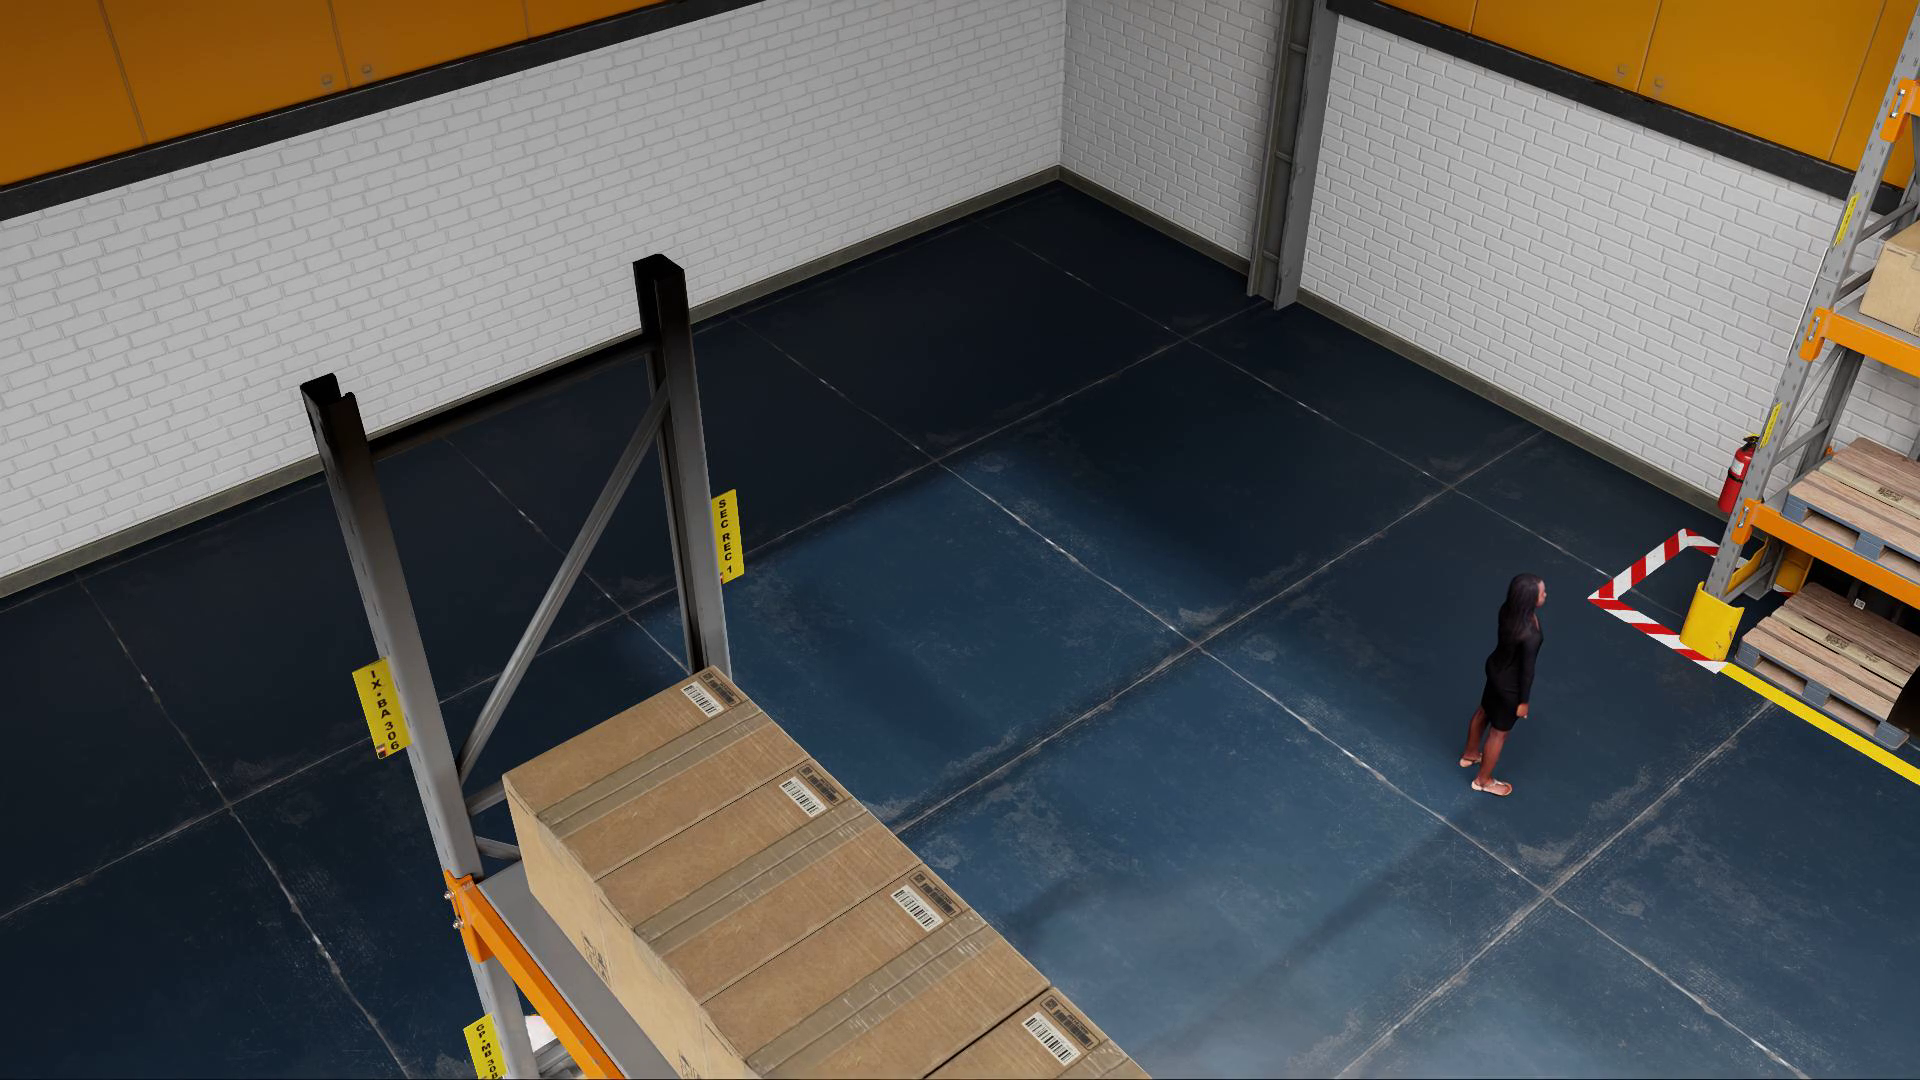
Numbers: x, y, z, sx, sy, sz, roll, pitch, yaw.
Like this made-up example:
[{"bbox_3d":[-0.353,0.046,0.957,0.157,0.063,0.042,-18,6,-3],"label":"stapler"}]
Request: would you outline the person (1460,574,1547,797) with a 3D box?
[{"bbox_3d":[3.483,0.897,10.582,0.748,1.720,0.651,-2,39,-3],"label":"person"}]
